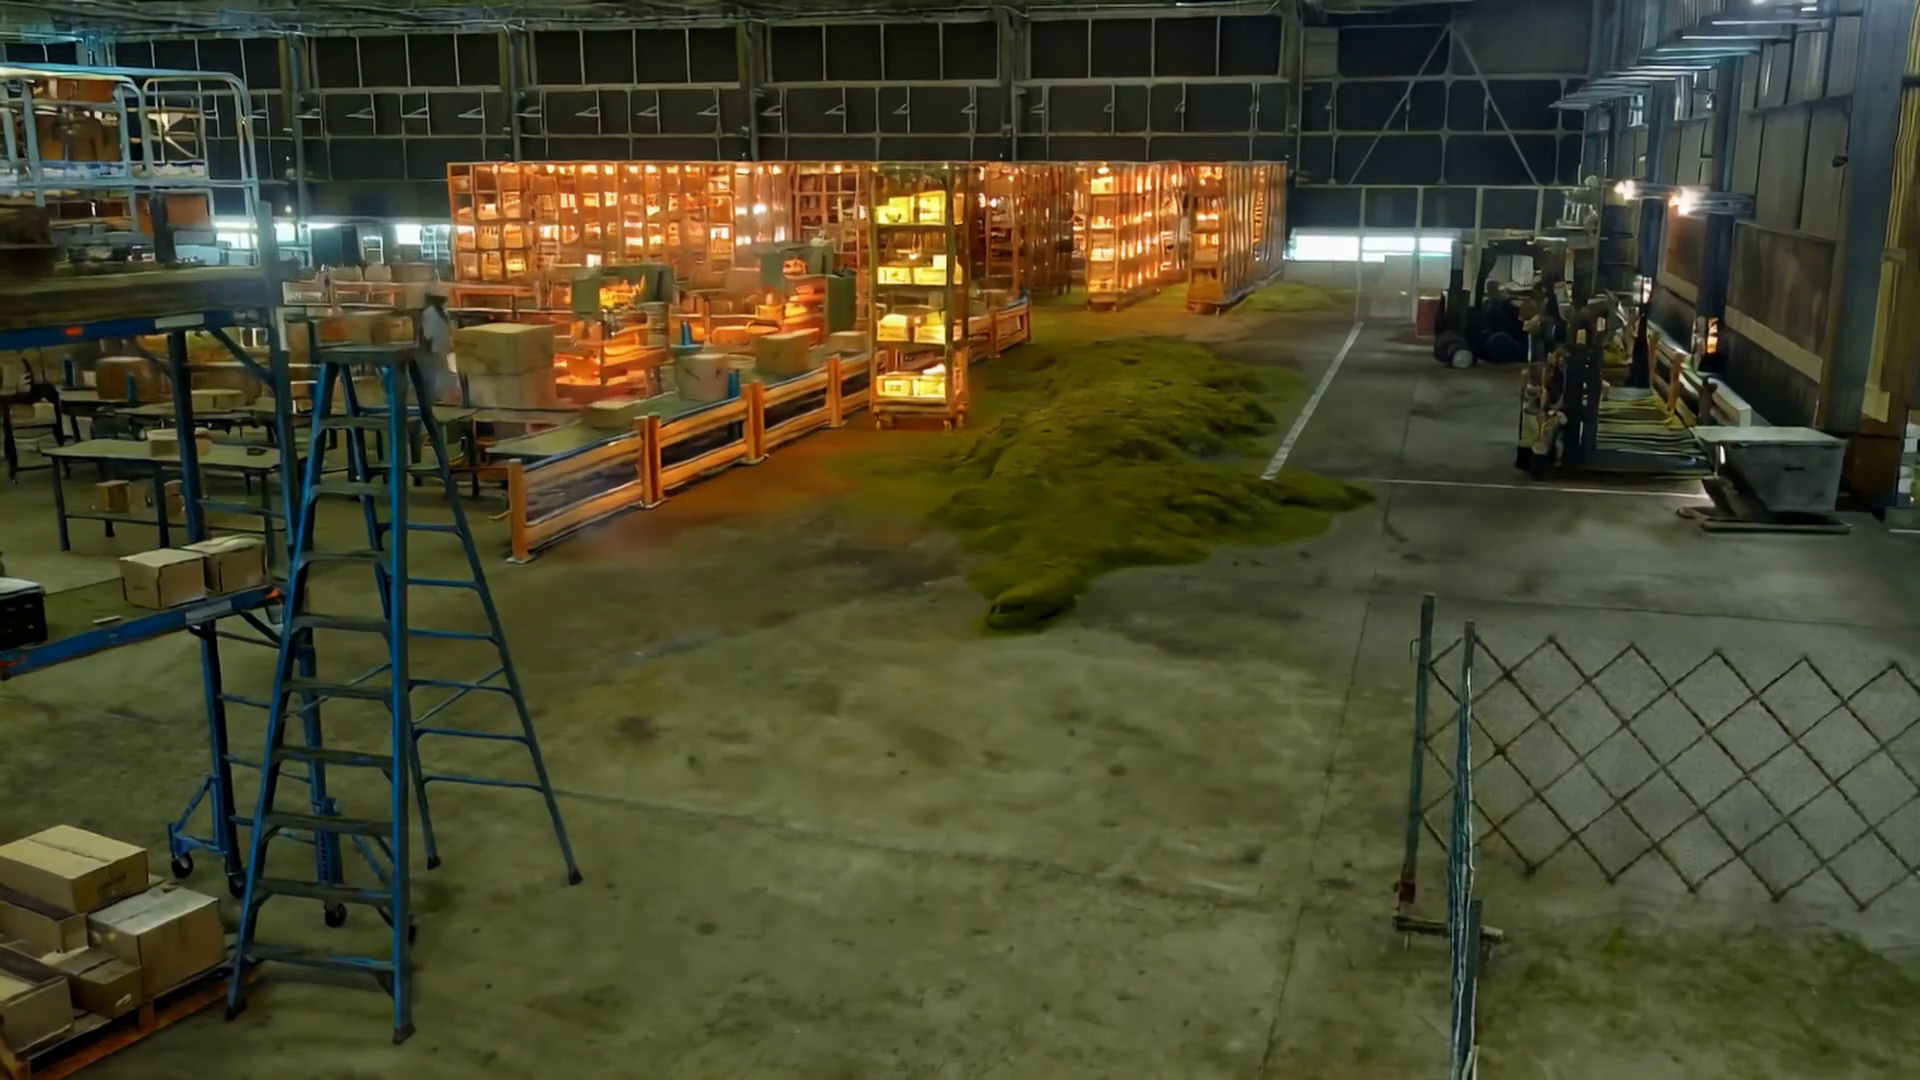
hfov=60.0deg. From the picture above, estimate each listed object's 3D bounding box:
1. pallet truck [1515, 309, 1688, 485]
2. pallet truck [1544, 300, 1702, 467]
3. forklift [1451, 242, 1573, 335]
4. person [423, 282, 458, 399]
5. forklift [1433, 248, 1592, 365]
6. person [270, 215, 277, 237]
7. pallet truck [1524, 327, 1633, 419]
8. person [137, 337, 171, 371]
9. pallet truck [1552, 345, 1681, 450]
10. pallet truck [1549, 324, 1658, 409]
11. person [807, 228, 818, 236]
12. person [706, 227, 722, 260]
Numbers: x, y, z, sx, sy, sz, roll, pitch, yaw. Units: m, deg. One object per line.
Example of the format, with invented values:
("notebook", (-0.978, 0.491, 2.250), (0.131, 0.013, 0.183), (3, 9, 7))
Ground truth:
("pallet truck", (7.554, -1.677, 19.446), (1.885, 1.965, 0.823), (3, 13, 14))
("pallet truck", (8.263, -1.952, 20.631), (1.885, 1.965, 0.823), (5, 14, 20))
("forklift", (10.464, -4.597, 31.405), (2.680, 1.987, 1.157), (4, 14, 16))
("person", (-7.360, -2.686, 23.823), (1.049, 1.986, 0.633), (1, 13, 4))
("forklift", (9.780, -4.111, 29.280), (2.680, 1.987, 1.157), (3, 13, 14))
("person", (-25.904, -11.547, 62.278), (0.613, 1.910, 0.973), (-9, 16, -34))
("pallet truck", (9.065, -2.460, 24.370), (1.522, 1.261, 0.704), (3, 13, 14))
("person", (-12.265, -2.946, 25.215), (0.653, 1.871, 0.959), (6, 14, 23))
("pallet truck", (8.641, -1.896, 21.908), (1.630, 1.274, 0.653), (4, 14, 16))
("pallet truck", (9.824, -2.669, 25.407), (1.601, 1.201, 0.680), (4, 14, 16))
("person", (-4.727, -9.102, 51.907), (0.583, 1.819, 0.547), (0, 13, 0))
("person", (-7.324, -8.742, 50.011), (0.646, 1.980, 0.472), (-2, 13, -7))
